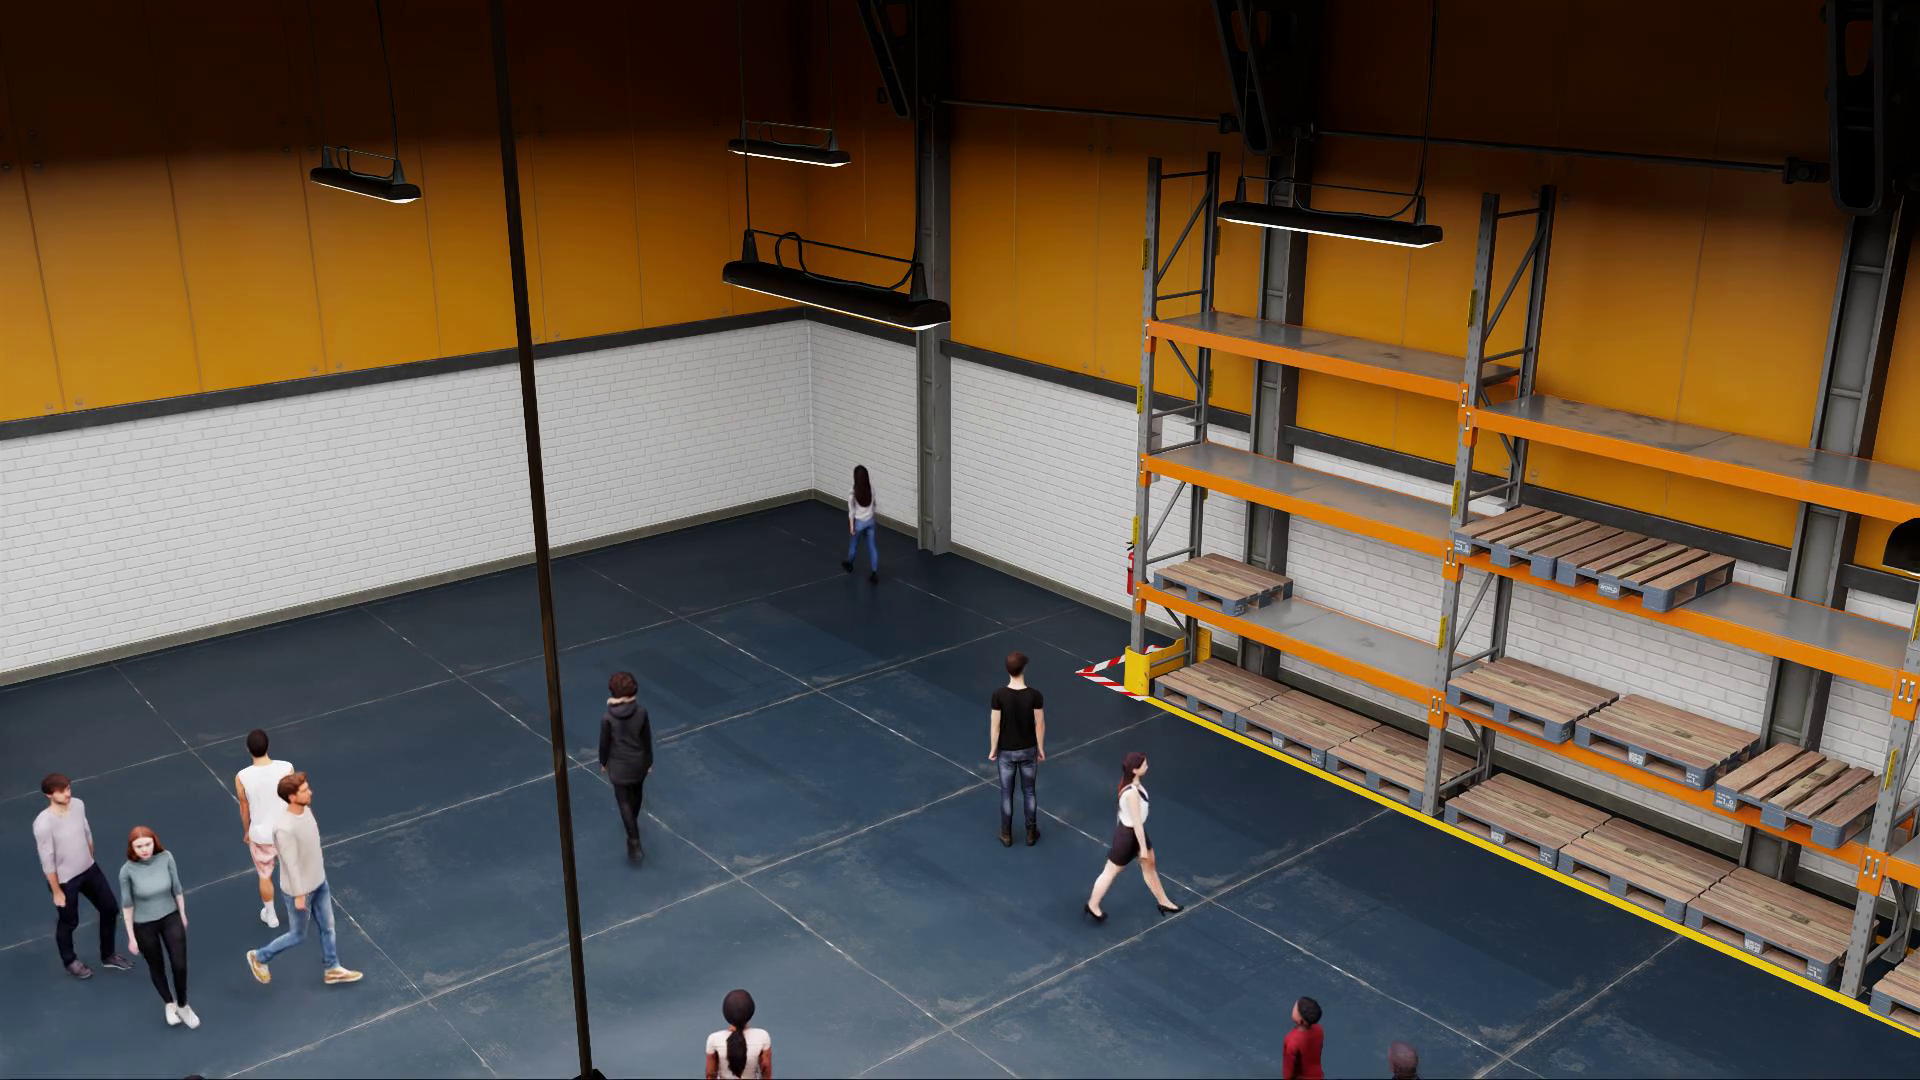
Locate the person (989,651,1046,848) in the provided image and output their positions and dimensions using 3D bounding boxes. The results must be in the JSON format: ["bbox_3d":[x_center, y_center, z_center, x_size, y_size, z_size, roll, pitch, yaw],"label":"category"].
[{"bbox_3d":[0.535,1.952,15.501,0.748,1.895,0.785,0,19,-1],"label":"person"}]

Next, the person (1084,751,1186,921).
[{"bbox_3d":[1.357,2.568,14.138,1.083,1.598,1.077,0,19,0],"label":"person"}]

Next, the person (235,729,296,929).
[{"bbox_3d":[-5.873,2.452,14.178,0.680,1.791,0.637,-10,21,-27],"label":"person"}]

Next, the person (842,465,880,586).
[{"bbox_3d":[-1.247,-0.166,22.277,0.712,1.584,1.049,-12,22,-31],"label":"person"}]

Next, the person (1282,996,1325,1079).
[{"bbox_3d":[2.392,3.690,11.355,0.509,1.247,0.657,-14,23,-36],"label":"person"}]

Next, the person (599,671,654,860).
[{"bbox_3d":[-3.043,2.097,15.305,0.831,1.746,1.205,-8,20,-24],"label":"person"}]

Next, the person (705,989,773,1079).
[{"bbox_3d":[-1.409,3.678,10.629,0.794,1.734,0.898,-4,19,-11],"label":"person"}]

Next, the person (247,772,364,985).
[{"bbox_3d":[-5.297,2.735,13.191,1.150,1.885,1.109,1,19,2],"label":"person"}]

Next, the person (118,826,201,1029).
[{"bbox_3d":[-6.204,2.945,12.812,0.621,1.729,0.667,-13,23,-35],"label":"person"}]

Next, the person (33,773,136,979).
[{"bbox_3d":[-7.228,2.693,13.410,0.962,1.826,0.898,6,20,17],"label":"person"}]
